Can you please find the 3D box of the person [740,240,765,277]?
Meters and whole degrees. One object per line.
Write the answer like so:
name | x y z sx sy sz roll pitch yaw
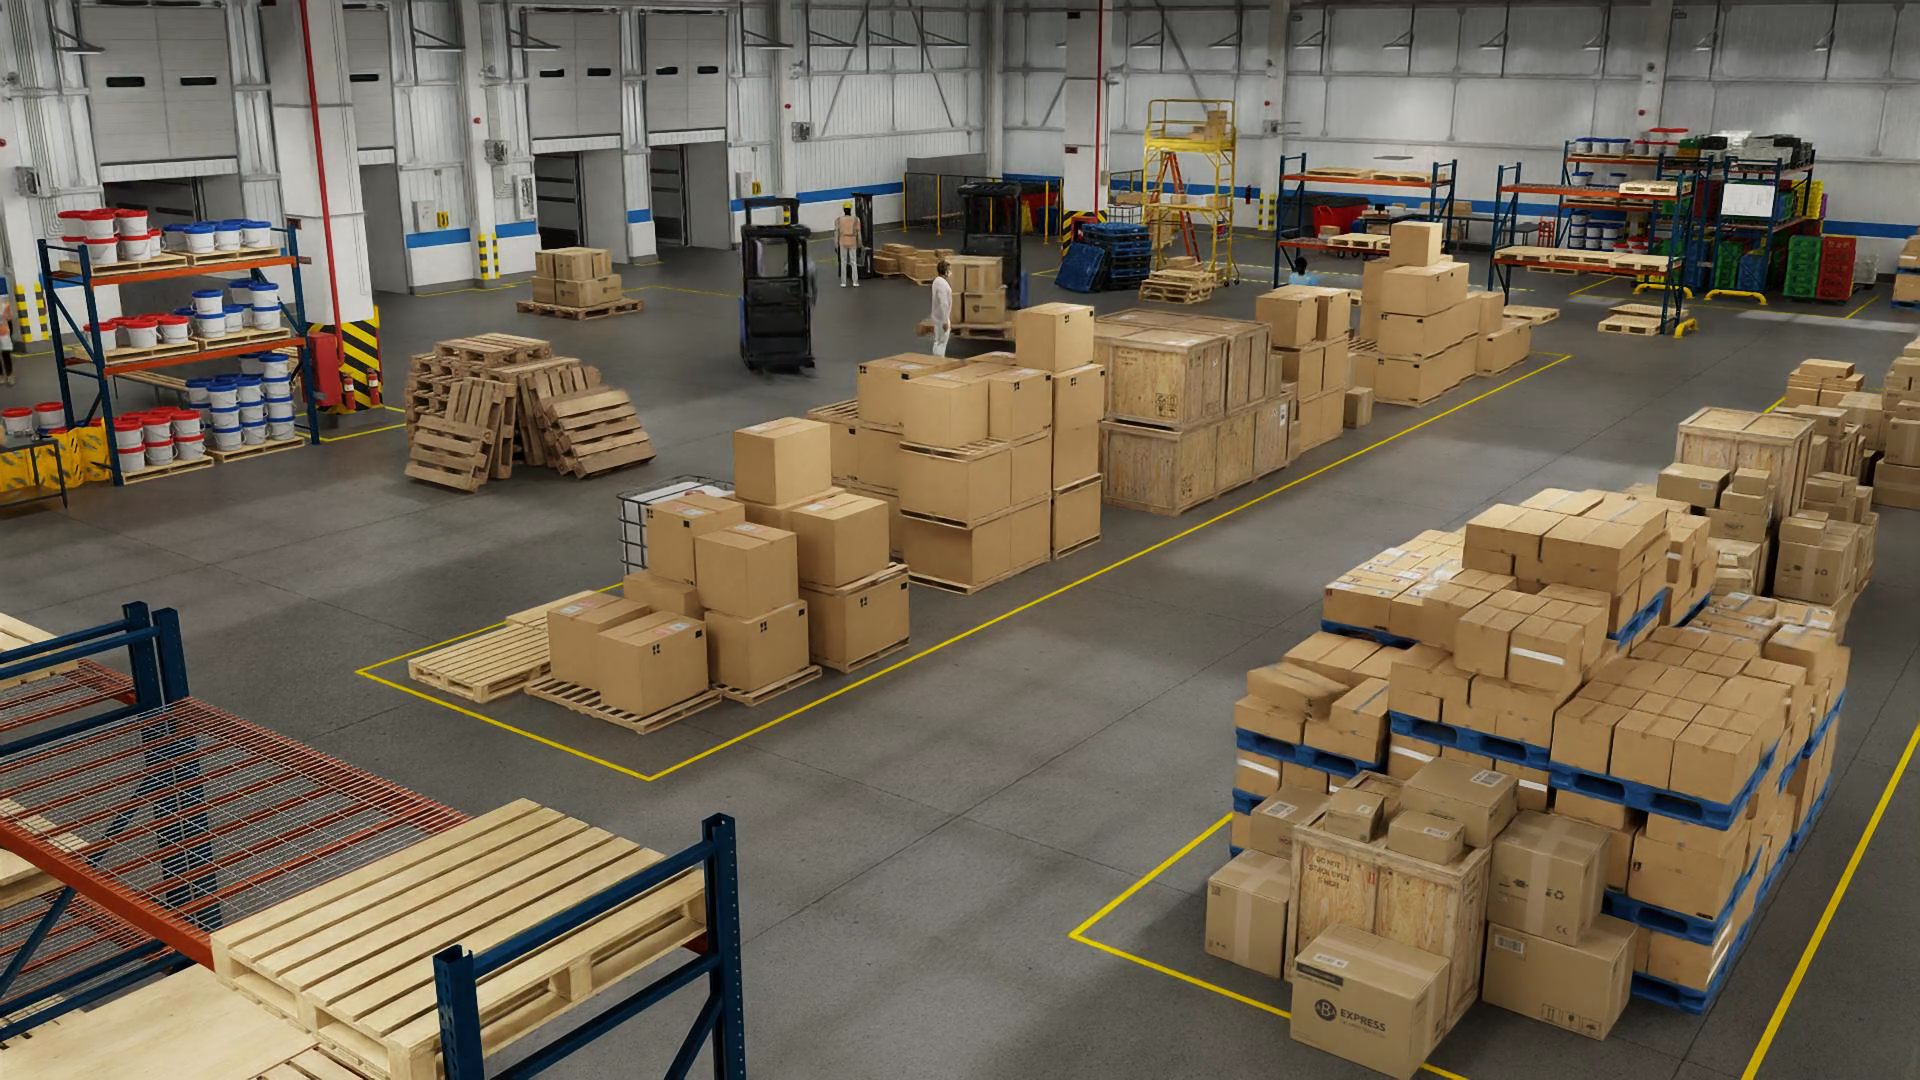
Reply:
person | -4.050 -5.246 32.787 0.388 1.916 0.585 12 20 34

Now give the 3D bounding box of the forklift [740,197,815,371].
forklift | -3.194 -4.439 28.473 1.129 2.768 1.873 -4 17 -12

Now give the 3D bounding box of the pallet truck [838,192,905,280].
pallet truck | -1.936 -7.159 38.982 1.885 1.965 0.823 -12 21 -34

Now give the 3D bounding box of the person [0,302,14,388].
person | -15.461 -3.260 26.655 0.541 1.651 0.873 -7 18 -22

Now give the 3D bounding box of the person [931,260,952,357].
person | -0.283 -3.638 27.423 0.372 1.940 0.627 -2 17 -8

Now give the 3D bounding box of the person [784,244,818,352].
person | -2.830 -4.308 29.668 0.639 1.926 0.367 -8 18 -24

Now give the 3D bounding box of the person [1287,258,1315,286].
person | 6.138 -4.271 30.025 0.517 1.643 0.902 16 23 42

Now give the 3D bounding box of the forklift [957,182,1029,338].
forklift | 0.670 -5.369 31.551 1.129 2.768 1.873 3 17 11

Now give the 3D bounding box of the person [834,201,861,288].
person | -2.525 -6.650 37.422 0.594 1.922 0.376 -2 17 -5
